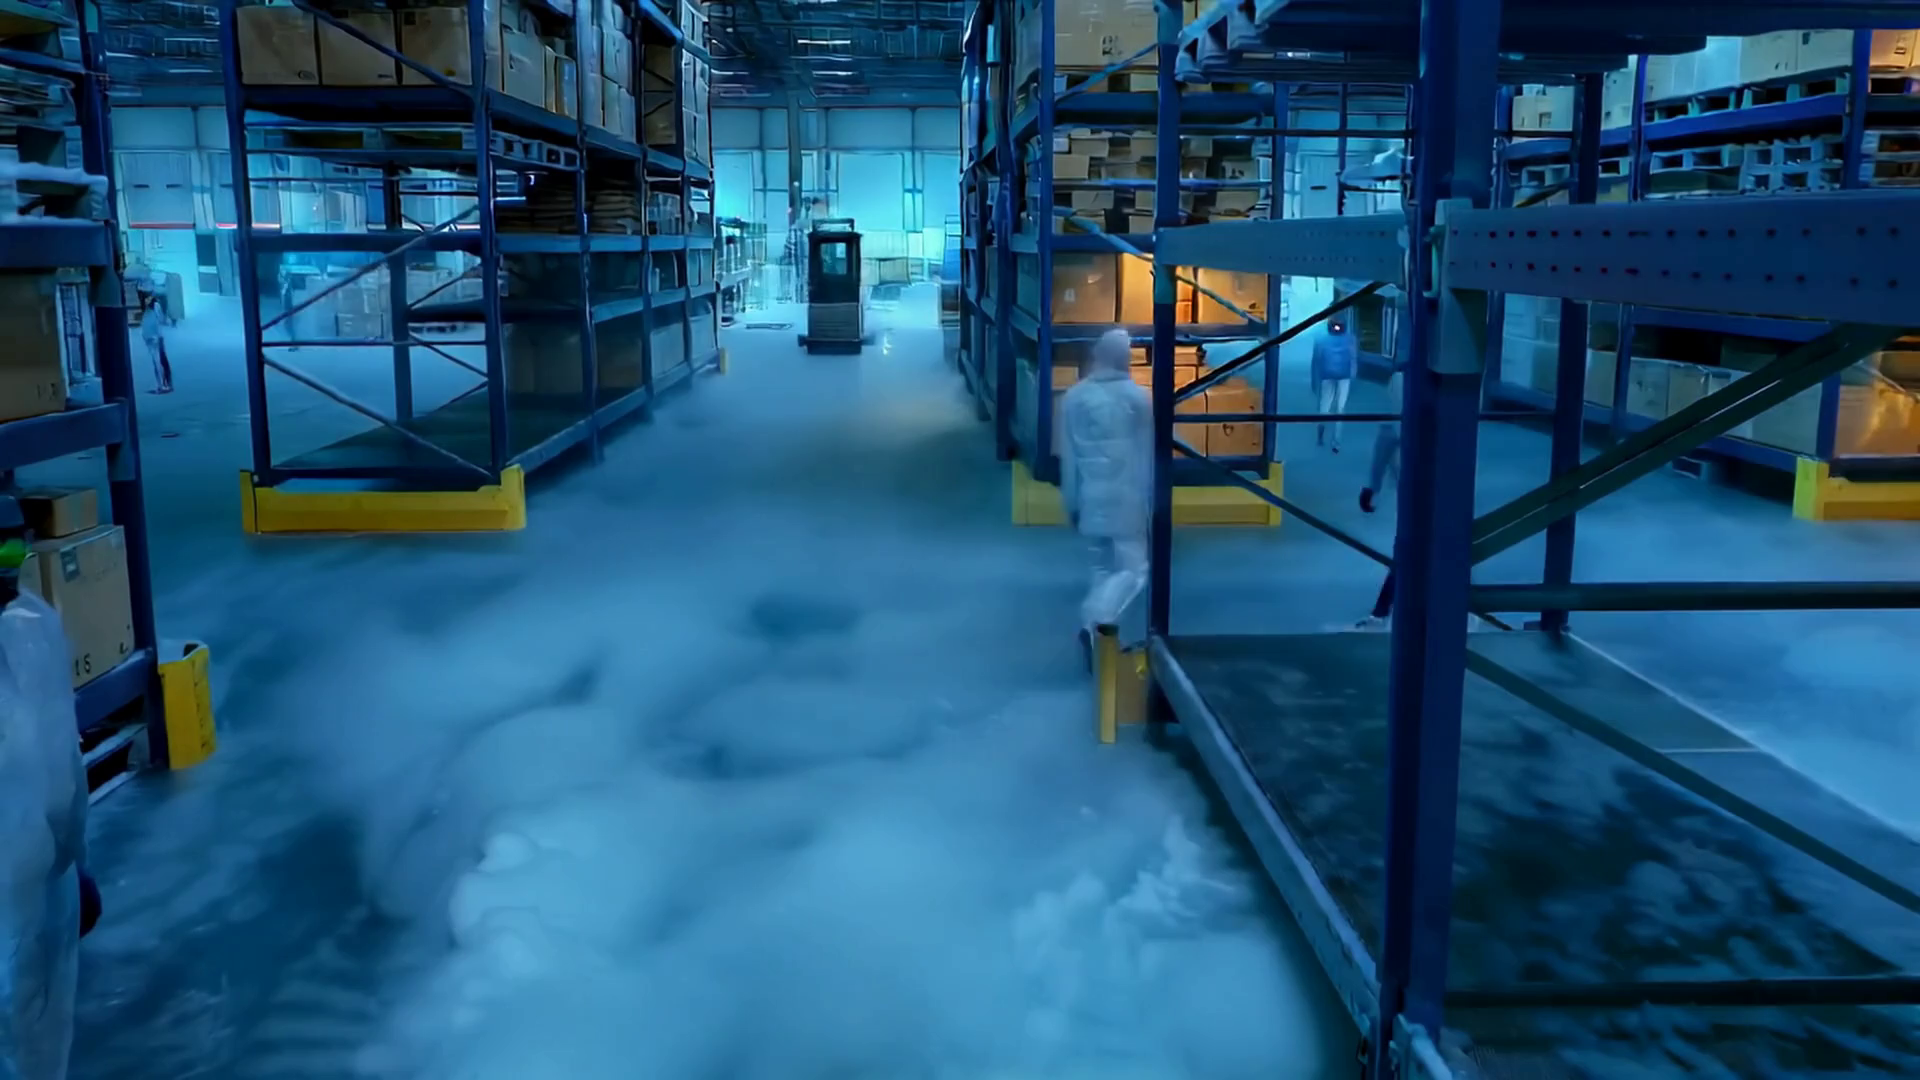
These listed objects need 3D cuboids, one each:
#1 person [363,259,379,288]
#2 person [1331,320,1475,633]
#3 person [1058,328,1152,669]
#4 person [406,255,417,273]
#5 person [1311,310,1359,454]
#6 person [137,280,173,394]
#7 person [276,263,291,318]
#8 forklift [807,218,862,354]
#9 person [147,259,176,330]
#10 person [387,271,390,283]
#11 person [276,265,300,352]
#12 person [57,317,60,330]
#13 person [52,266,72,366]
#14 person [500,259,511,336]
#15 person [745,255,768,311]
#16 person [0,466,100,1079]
[{"bbox_3d":[-17.496,-7.408,49.339,0.805,1.830,0.584,9,14,41],"label":"person"},{"bbox_3d":[2.585,-0.337,9.499,1.069,1.984,0.635,-4,11,-21],"label":"person"},{"bbox_3d":[0.804,-0.210,9.087,0.646,1.886,0.709,8,13,38],"label":"person"},{"bbox_3d":[-20.618,-9.797,62.593,0.430,1.845,0.619,-4,11,-23],"label":"person"},{"bbox_3d":[4.172,-1.777,18.547,0.497,1.613,0.464,1,10,6],"label":"person"},{"bbox_3d":[-12.446,-3.121,25.650,0.348,1.759,0.526,-10,14,-43],"label":"person"},{"bbox_3d":[-20.843,-7.707,51.376,0.487,1.696,0.932,1,10,6],"label":"person"},{"bbox_3d":[-2.635,-5.327,34.799,1.129,2.768,1.873,0,10,-2],"label":"forklift"},{"bbox_3d":[-21.117,-6.461,43.845,0.764,1.899,0.592,5,11,24],"label":"person"},{"bbox_3d":[-18.779,-8.401,55.249,0.321,1.690,0.533,8,13,37],"label":"person"},{"bbox_3d":[-14.368,-4.898,35.279,0.645,1.849,0.554,-3,11,-19],"label":"person"},{"bbox_3d":[-16.780,-3.930,30.377,0.566,1.659,0.598,5,11,24],"label":"person"},{"bbox_3d":[-17.064,-4.238,31.312,0.601,1.959,0.367,3,11,19],"label":"person"},{"bbox_3d":[-9.354,-4.815,34.285,0.653,2.000,0.696,4,11,23],"label":"person"},{"bbox_3d":[-6.903,-8.632,55.947,0.899,1.888,0.617,-2,10,-8],"label":"person"},{"bbox_3d":[-2.063,0.775,3.559,0.395,1.899,0.641,1,10,6],"label":"person"}]
